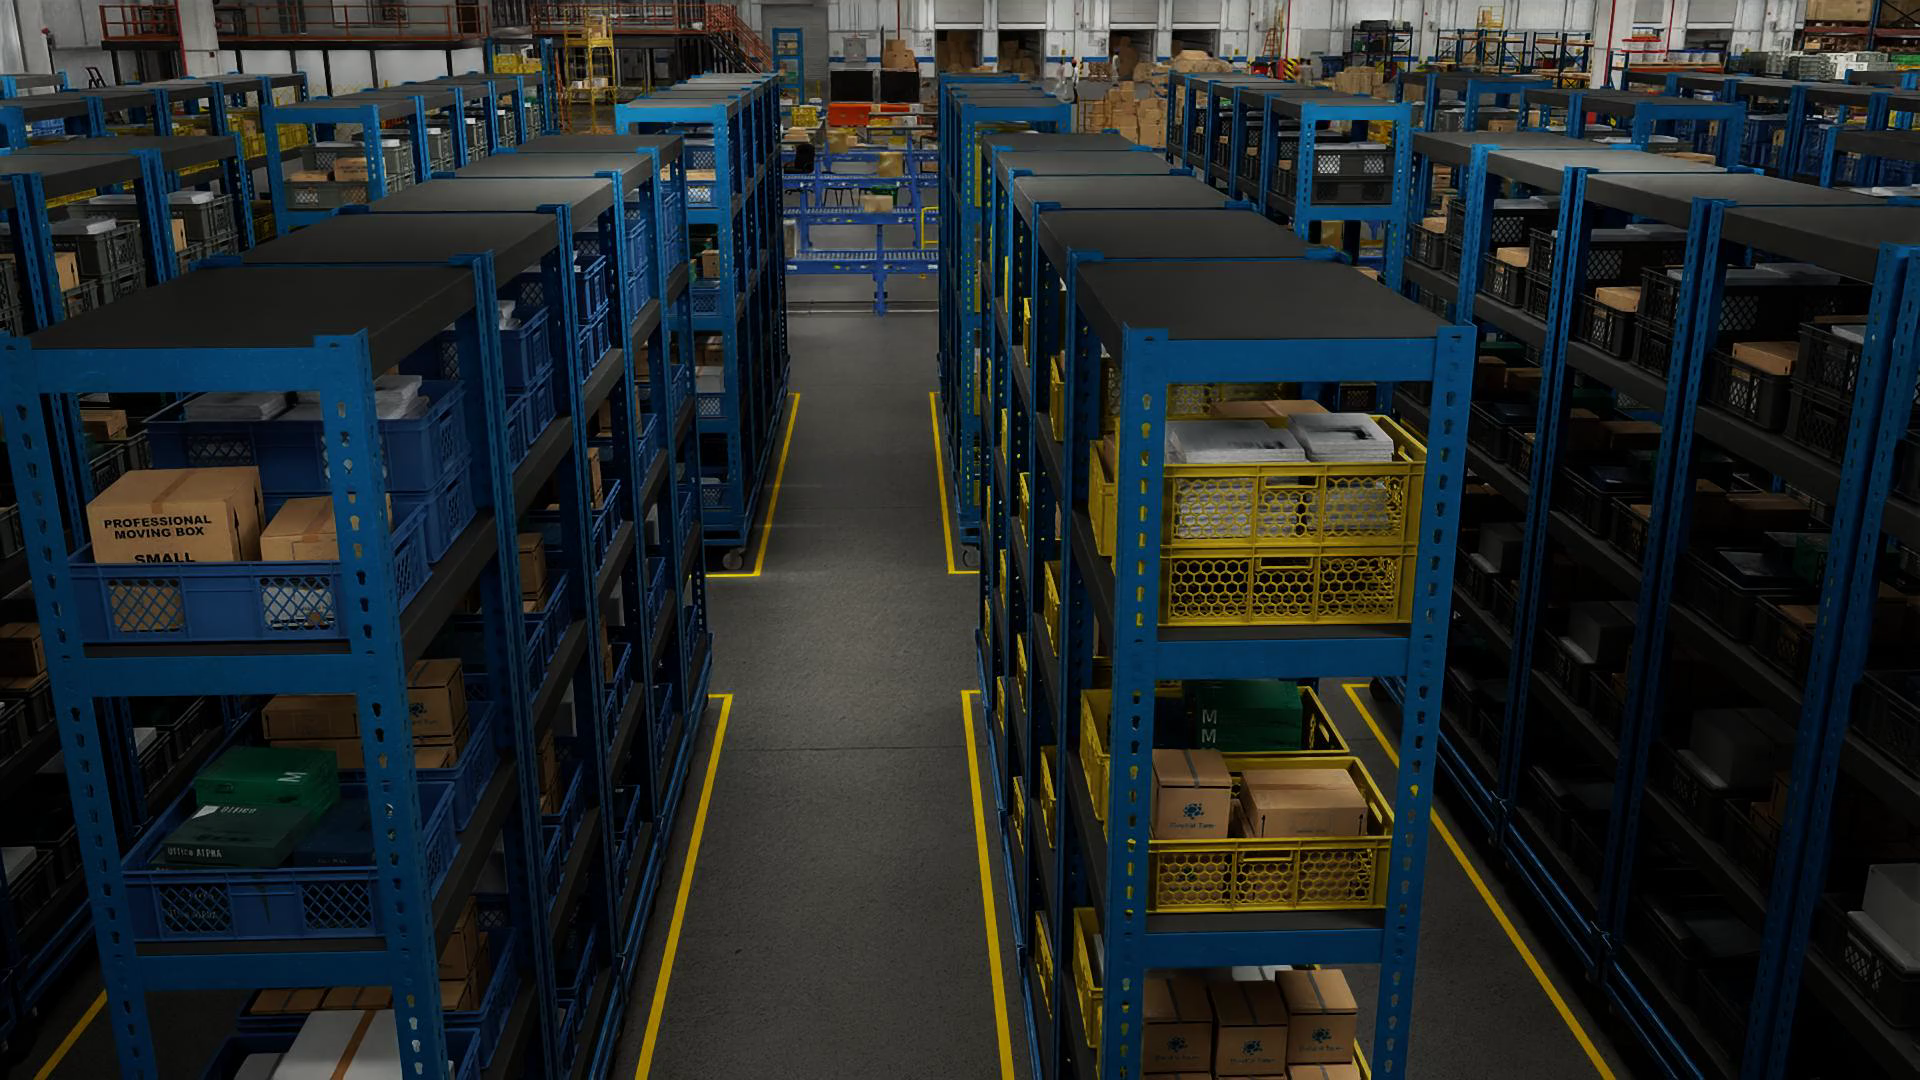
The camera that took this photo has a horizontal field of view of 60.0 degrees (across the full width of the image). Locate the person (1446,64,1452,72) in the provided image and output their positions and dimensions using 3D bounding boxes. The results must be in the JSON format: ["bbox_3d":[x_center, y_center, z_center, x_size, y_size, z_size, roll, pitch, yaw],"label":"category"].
[{"bbox_3d":[20.068,-18.516,68.129,0.540,1.900,0.604,-2,18,-6],"label":"person"}]

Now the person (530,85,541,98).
[{"bbox_3d":[-16.400,-17.214,64.203,0.585,1.844,0.963,16,24,40],"label":"person"}]

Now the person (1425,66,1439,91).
[{"bbox_3d":[17.939,-17.003,63.223,0.612,2.000,0.683,9,20,26],"label":"person"}]

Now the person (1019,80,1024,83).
[{"bbox_3d":[1.914,-13.070,51.055,0.395,2.038,0.615,4,18,11],"label":"person"}]

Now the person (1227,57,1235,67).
[{"bbox_3d":[13.539,-23.330,83.326,0.492,1.719,0.774,2,18,5],"label":"person"}]

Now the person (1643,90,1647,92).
[{"bbox_3d":[21.425,-13.213,52.072,0.543,1.681,0.619,-3,18,-8],"label":"person"}]

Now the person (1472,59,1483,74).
[{"bbox_3d":[24.129,-21.559,77.727,0.518,1.802,0.967,-1,18,-2],"label":"person"}]

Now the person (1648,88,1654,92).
[{"bbox_3d":[21.494,-13.214,51.958,0.524,1.757,0.353,11,21,29],"label":"person"}]

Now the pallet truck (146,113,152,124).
[{"bbox_3d":[-18.087,-8.309,36.390,1.885,1.965,0.823,-1,18,-4],"label":"pallet truck"}]

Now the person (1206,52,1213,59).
[{"bbox_3d":[13.135,-24.755,87.561,0.429,1.832,0.628,-9,20,-27],"label":"person"}]

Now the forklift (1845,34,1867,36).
[{"bbox_3d":[44.081,-23.568,82.196,1.129,2.768,1.873,-1,18,-2],"label":"forklift"}]

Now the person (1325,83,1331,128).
[{"bbox_3d":[12.297,-14.441,55.779,0.525,1.737,0.786,1,18,3],"label":"person"}]

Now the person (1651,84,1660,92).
[{"bbox_3d":[26.422,-16.992,63.485,0.645,1.851,0.547,-8,19,-23],"label":"person"}]

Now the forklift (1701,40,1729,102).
[{"bbox_3d":[30.988,-19.149,68.519,1.129,2.768,1.873,-1,18,-2],"label":"forklift"}]

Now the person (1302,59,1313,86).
[{"bbox_3d":[15.725,-20.795,75.233,0.535,1.868,0.309,8,19,23],"label":"person"}]

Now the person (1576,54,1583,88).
[{"bbox_3d":[30.571,-22.941,81.787,0.383,1.923,0.589,-4,18,-12],"label":"person"}]

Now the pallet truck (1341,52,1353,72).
[{"bbox_3d":[18.794,-23.123,82.231,0.823,1.965,1.885,-13,22,-35],"label":"pallet truck"}]

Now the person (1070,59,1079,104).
[{"bbox_3d":[5.039,-20.214,73.324,0.378,1.936,0.548,0,18,0],"label":"person"}]

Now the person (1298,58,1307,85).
[{"bbox_3d":[16.948,-23.018,82.396,0.519,1.682,0.548,-17,24,-42],"label":"person"}]

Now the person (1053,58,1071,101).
[{"bbox_3d":[4.547,-20.851,75.375,1.013,1.899,0.651,-3,18,-10],"label":"person"}]

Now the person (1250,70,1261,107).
[{"bbox_3d":[10.574,-15.774,59.495,0.395,1.993,0.614,-11,21,-30],"label":"person"}]

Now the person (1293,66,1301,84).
[{"bbox_3d":[13.299,-17.630,65.380,0.827,1.911,0.556,0,18,-1],"label":"person"}]

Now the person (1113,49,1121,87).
[{"bbox_3d":[8.334,-25.129,88.543,0.413,1.940,0.624,-4,18,-12],"label":"person"}]

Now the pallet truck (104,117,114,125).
[{"bbox_3d":[-18.367,-7.885,35.078,1.885,1.965,0.823,1,18,2],"label":"pallet truck"}]
